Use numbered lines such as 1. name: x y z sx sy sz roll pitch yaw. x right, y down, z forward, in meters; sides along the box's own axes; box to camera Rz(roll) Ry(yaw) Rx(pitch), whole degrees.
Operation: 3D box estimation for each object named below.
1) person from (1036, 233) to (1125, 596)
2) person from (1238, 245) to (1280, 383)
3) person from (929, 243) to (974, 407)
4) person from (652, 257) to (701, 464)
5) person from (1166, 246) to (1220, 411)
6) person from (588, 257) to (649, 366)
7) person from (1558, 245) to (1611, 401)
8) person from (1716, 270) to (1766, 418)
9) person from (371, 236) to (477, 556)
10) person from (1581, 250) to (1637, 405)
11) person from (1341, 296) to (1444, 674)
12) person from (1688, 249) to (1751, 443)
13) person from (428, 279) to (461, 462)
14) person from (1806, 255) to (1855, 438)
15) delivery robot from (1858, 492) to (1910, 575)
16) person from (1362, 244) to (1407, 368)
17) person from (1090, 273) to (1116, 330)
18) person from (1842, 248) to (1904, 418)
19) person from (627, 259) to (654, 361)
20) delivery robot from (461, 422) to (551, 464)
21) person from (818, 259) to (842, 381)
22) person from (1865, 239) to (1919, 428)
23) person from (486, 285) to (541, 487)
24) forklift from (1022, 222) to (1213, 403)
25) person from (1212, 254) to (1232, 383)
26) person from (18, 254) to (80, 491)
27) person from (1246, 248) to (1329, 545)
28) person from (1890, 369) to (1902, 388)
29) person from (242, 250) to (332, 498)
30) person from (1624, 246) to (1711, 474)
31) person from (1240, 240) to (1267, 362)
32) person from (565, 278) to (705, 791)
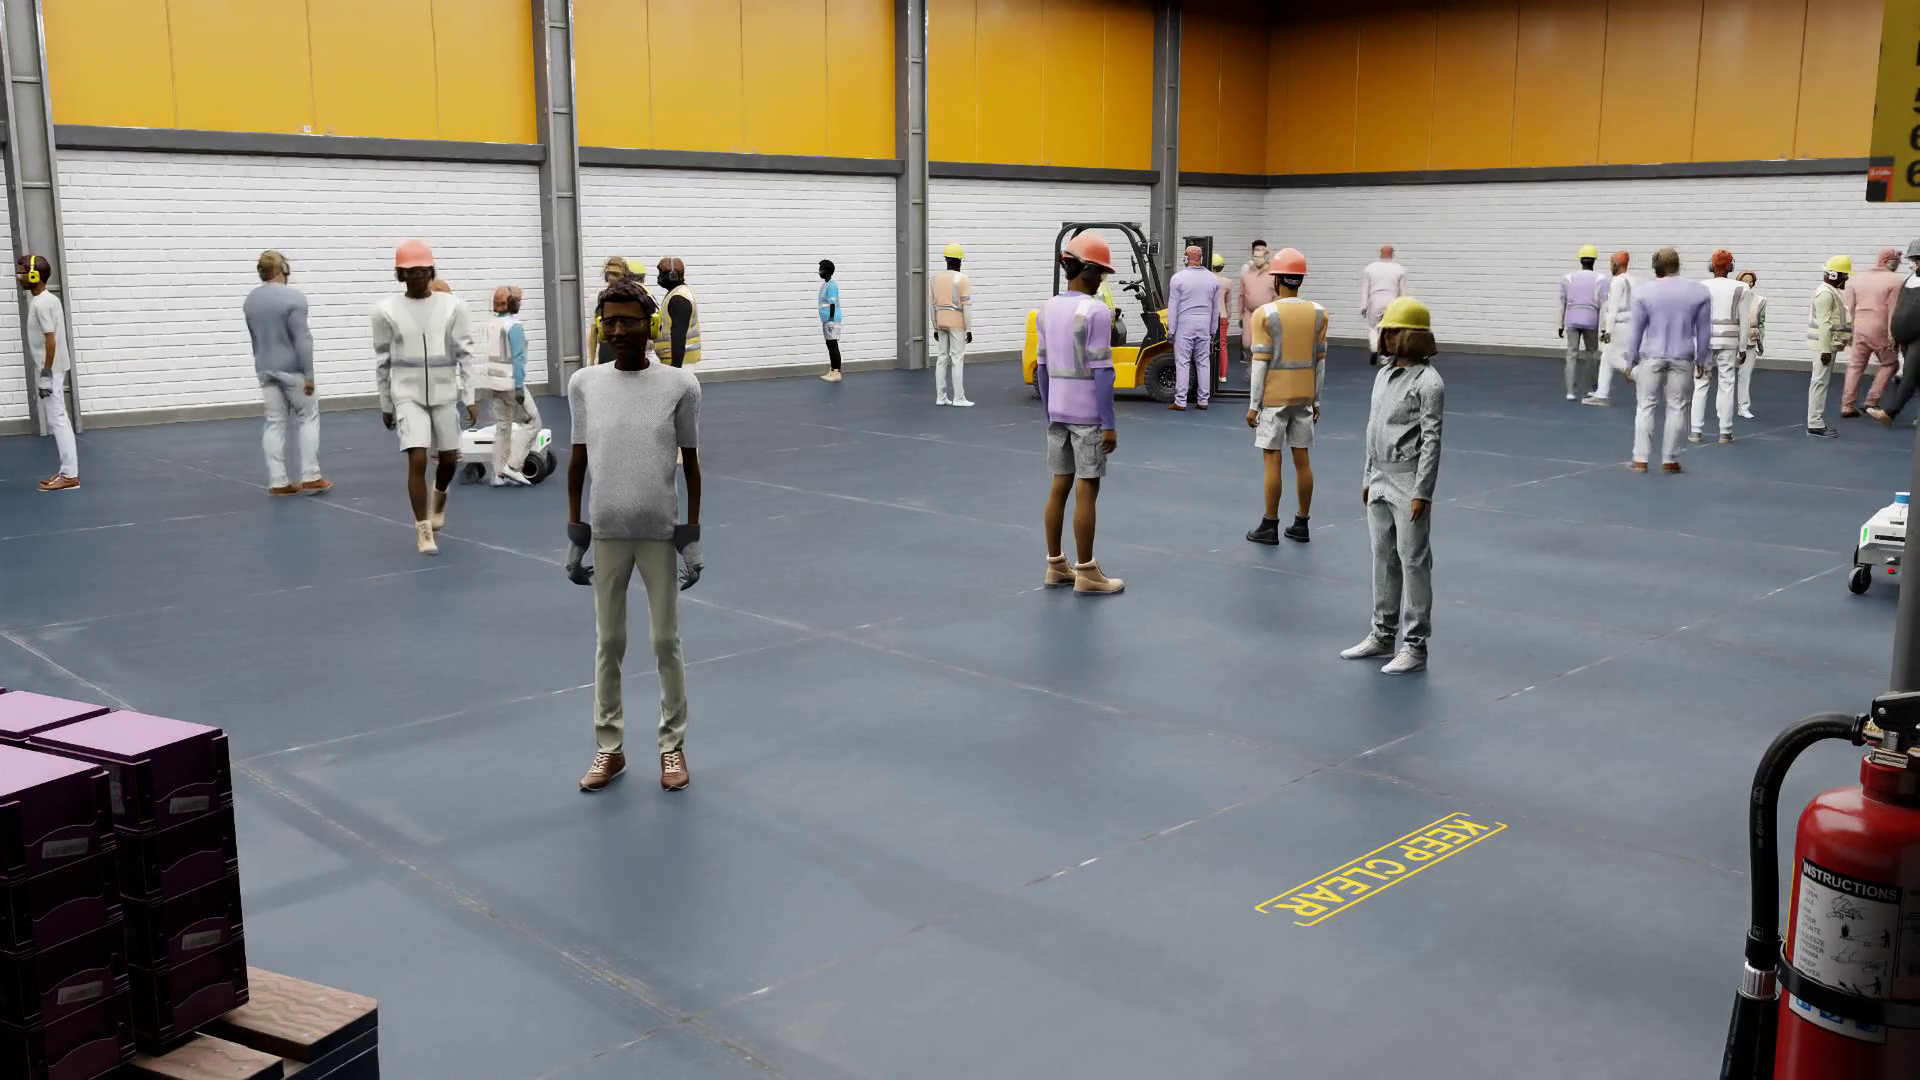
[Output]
1. person: 0.688 -0.703 9.401 0.387 2.034 0.605 -7 13 -34
2. person: 4.055 -3.039 22.531 0.638 1.889 0.434 4 11 21
3. person: -0.089 -2.534 19.674 0.592 1.926 0.366 8 13 37
4. person: -2.525 -1.597 14.839 0.430 1.835 0.622 -2 11 -12
5. person: 2.681 -2.444 19.264 0.643 1.903 0.401 -4 11 -21
6. person: -2.971 -1.519 14.409 0.572 1.837 0.337 1 10 5
7. person: 7.722 -2.680 20.572 0.609 1.892 0.861 6 12 29
8. person: 8.652 -2.166 18.448 0.521 1.640 0.306 0 10 2
9. person: -3.461 -0.941 10.753 0.613 2.021 0.775 -5 11 -23
10. person: 7.860 -2.489 19.637 0.814 1.851 0.618 7 12 32
11. person: 2.034 -0.254 7.739 0.289 1.746 0.487 -4 11 -21
12. person: 7.396 -1.889 16.269 0.572 1.886 0.356 5 11 25
13. person: -4.649 -1.516 14.921 0.282 1.633 0.500 -4 11 -19
14. person: 8.747 -1.947 16.750 0.404 1.827 0.586 6 12 28
15. delivery robot: 5.380 -0.029 9.503 0.477 0.478 0.707 7 13 35
16. person: 6.493 -3.577 25.451 0.673 1.887 0.427 3 11 16
17. person: 1.568 -2.383 19.081 0.429 1.845 0.621 5 12 25
18. person: 10.119 -2.278 18.392 0.603 1.874 0.779 -4 11 -19
19. person: -3.735 -2.317 18.959 0.536 1.746 0.594 9 14 41
20. delivery robot: -3.739 -0.793 13.668 0.707 0.478 0.477 -1 10 -3
21. person: -1.815 -3.052 23.148 0.321 1.690 0.536 -3 11 -17
22. person: 9.995 -2.188 17.478 1.018 2.000 0.691 -1 10 -8
23. person: -3.605 -1.225 13.349 0.380 1.623 0.534 -9 14 -41
24. forklift: 1.935 -2.847 20.651 2.313 2.155 1.214 2 11 13
25. person: 3.470 -3.016 22.731 0.533 1.770 0.304 -5 11 -24
26. person: -7.265 -1.326 13.243 0.325 1.871 0.516 -4 11 -21
27. person: 2.126 -0.933 10.913 0.546 1.938 0.360 -4 11 -20
28. person: 12.231 -2.700 20.957 0.679 1.805 0.627 3 11 15
29. person: -5.267 -1.288 12.938 0.665 1.904 0.576 4 11 19
30. person: 5.992 -1.506 14.111 0.673 1.918 0.377 3 11 15
31. person: 4.706 -3.789 26.468 0.610 1.951 0.403 -9 13 -39
32. person: -1.189 -0.010 6.063 0.512 1.872 0.328 0 10 -1
